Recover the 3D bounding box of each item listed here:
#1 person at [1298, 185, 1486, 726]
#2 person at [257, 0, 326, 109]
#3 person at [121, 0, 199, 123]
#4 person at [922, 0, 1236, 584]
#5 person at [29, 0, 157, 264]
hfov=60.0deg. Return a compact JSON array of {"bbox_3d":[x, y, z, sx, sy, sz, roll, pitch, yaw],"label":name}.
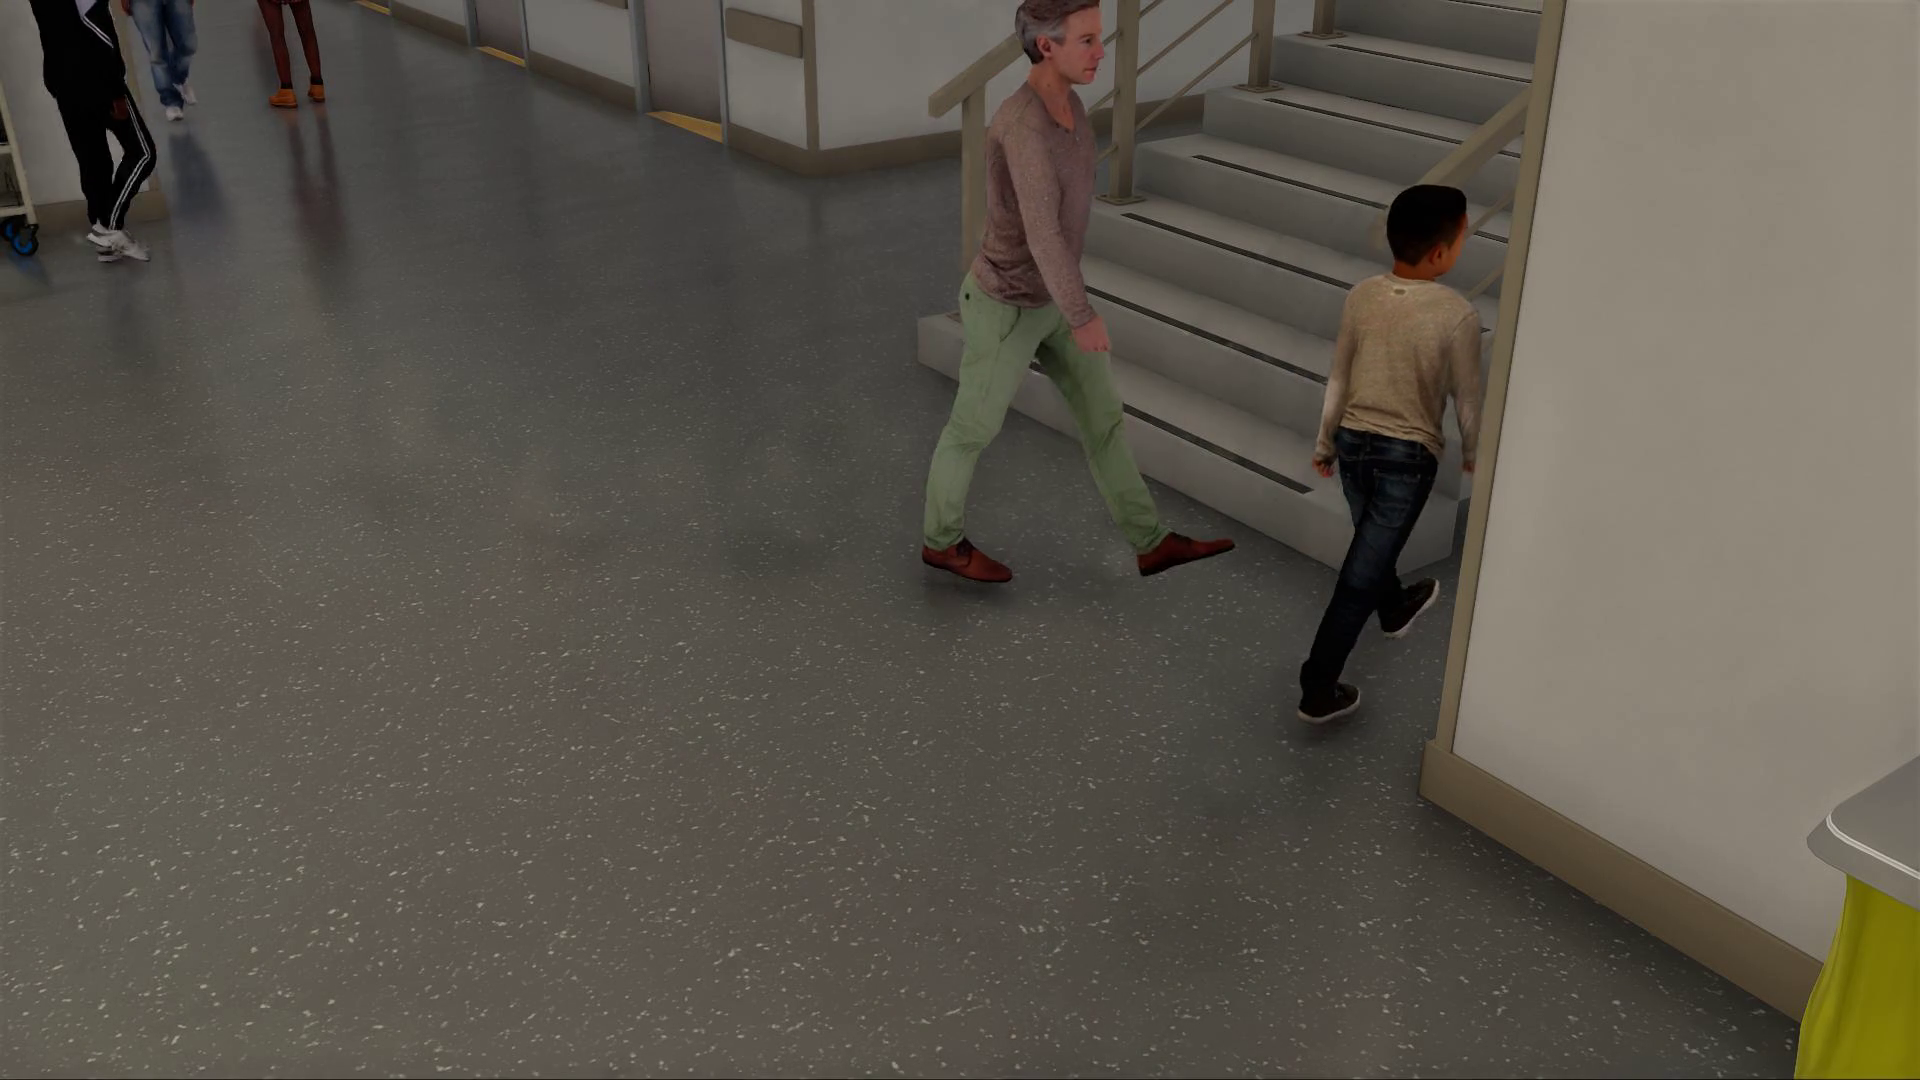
[{"bbox_3d":[1.075,-0.168,4.349,0.670,1.428,1.035,23,34,39],"label":"person"},{"bbox_3d":[-4.916,-4.038,12.026,0.737,1.729,0.624,19,31,34],"label":"person"},{"bbox_3d":[-5.608,-3.853,11.561,0.716,1.800,0.710,-16,30,-29],"label":"person"},{"bbox_3d":[0.110,-0.679,4.946,1.133,1.830,1.244,10,28,21],"label":"person"},{"bbox_3d":[-4.383,-2.236,8.194,0.815,1.812,0.852,12,28,23],"label":"person"}]
